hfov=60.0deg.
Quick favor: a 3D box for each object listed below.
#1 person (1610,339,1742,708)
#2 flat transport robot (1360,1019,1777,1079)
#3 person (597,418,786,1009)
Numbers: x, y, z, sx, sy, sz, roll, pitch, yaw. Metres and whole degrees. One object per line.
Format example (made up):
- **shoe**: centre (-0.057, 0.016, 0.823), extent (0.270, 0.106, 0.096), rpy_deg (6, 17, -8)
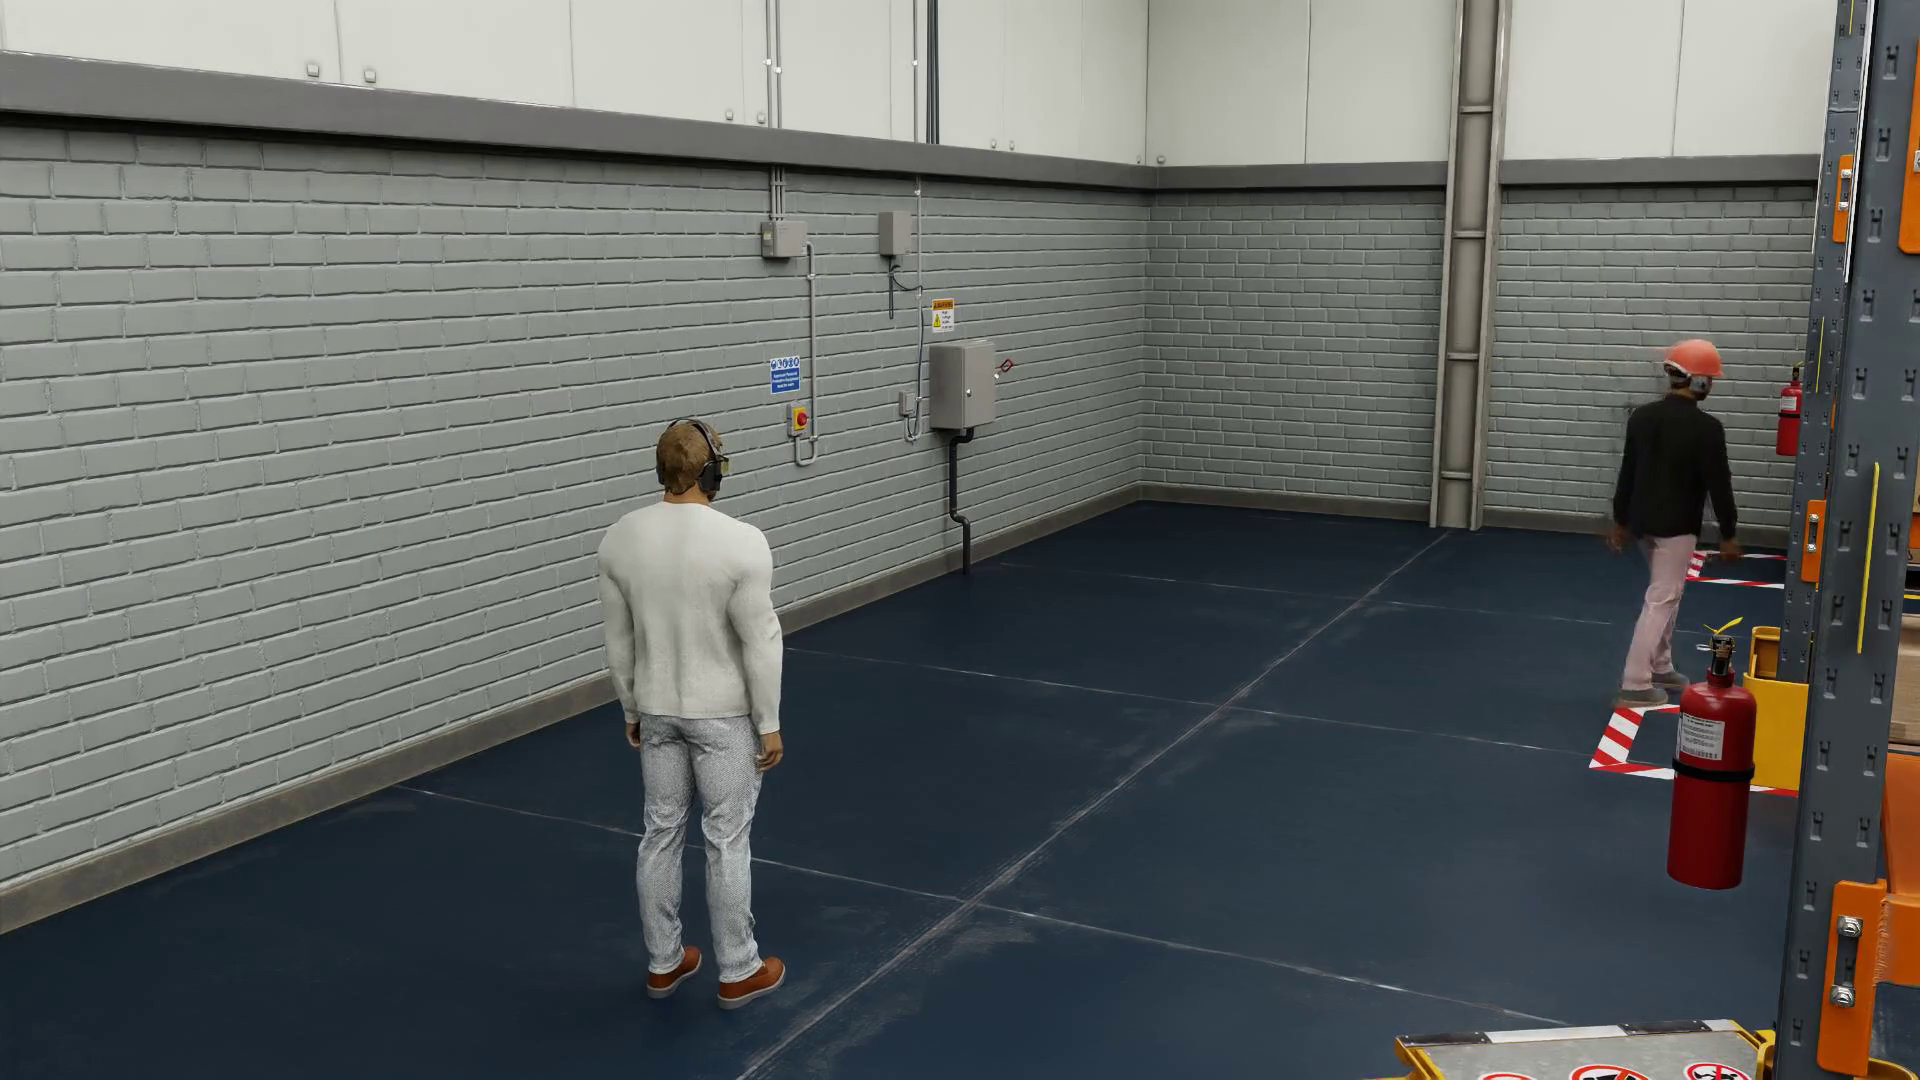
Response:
- **person**: centre (3.864, -0.078, 8.850), extent (0.761, 1.964, 0.637), rpy_deg (-3, 11, -18)
- **flat transport robot**: centre (1.855, 1.565, 4.537), extent (1.431, 0.197, 0.652), rpy_deg (-1, 10, -6)
- **person**: centre (-0.858, 0.568, 5.425), extent (0.632, 1.940, 0.372), rpy_deg (4, 11, 20)
